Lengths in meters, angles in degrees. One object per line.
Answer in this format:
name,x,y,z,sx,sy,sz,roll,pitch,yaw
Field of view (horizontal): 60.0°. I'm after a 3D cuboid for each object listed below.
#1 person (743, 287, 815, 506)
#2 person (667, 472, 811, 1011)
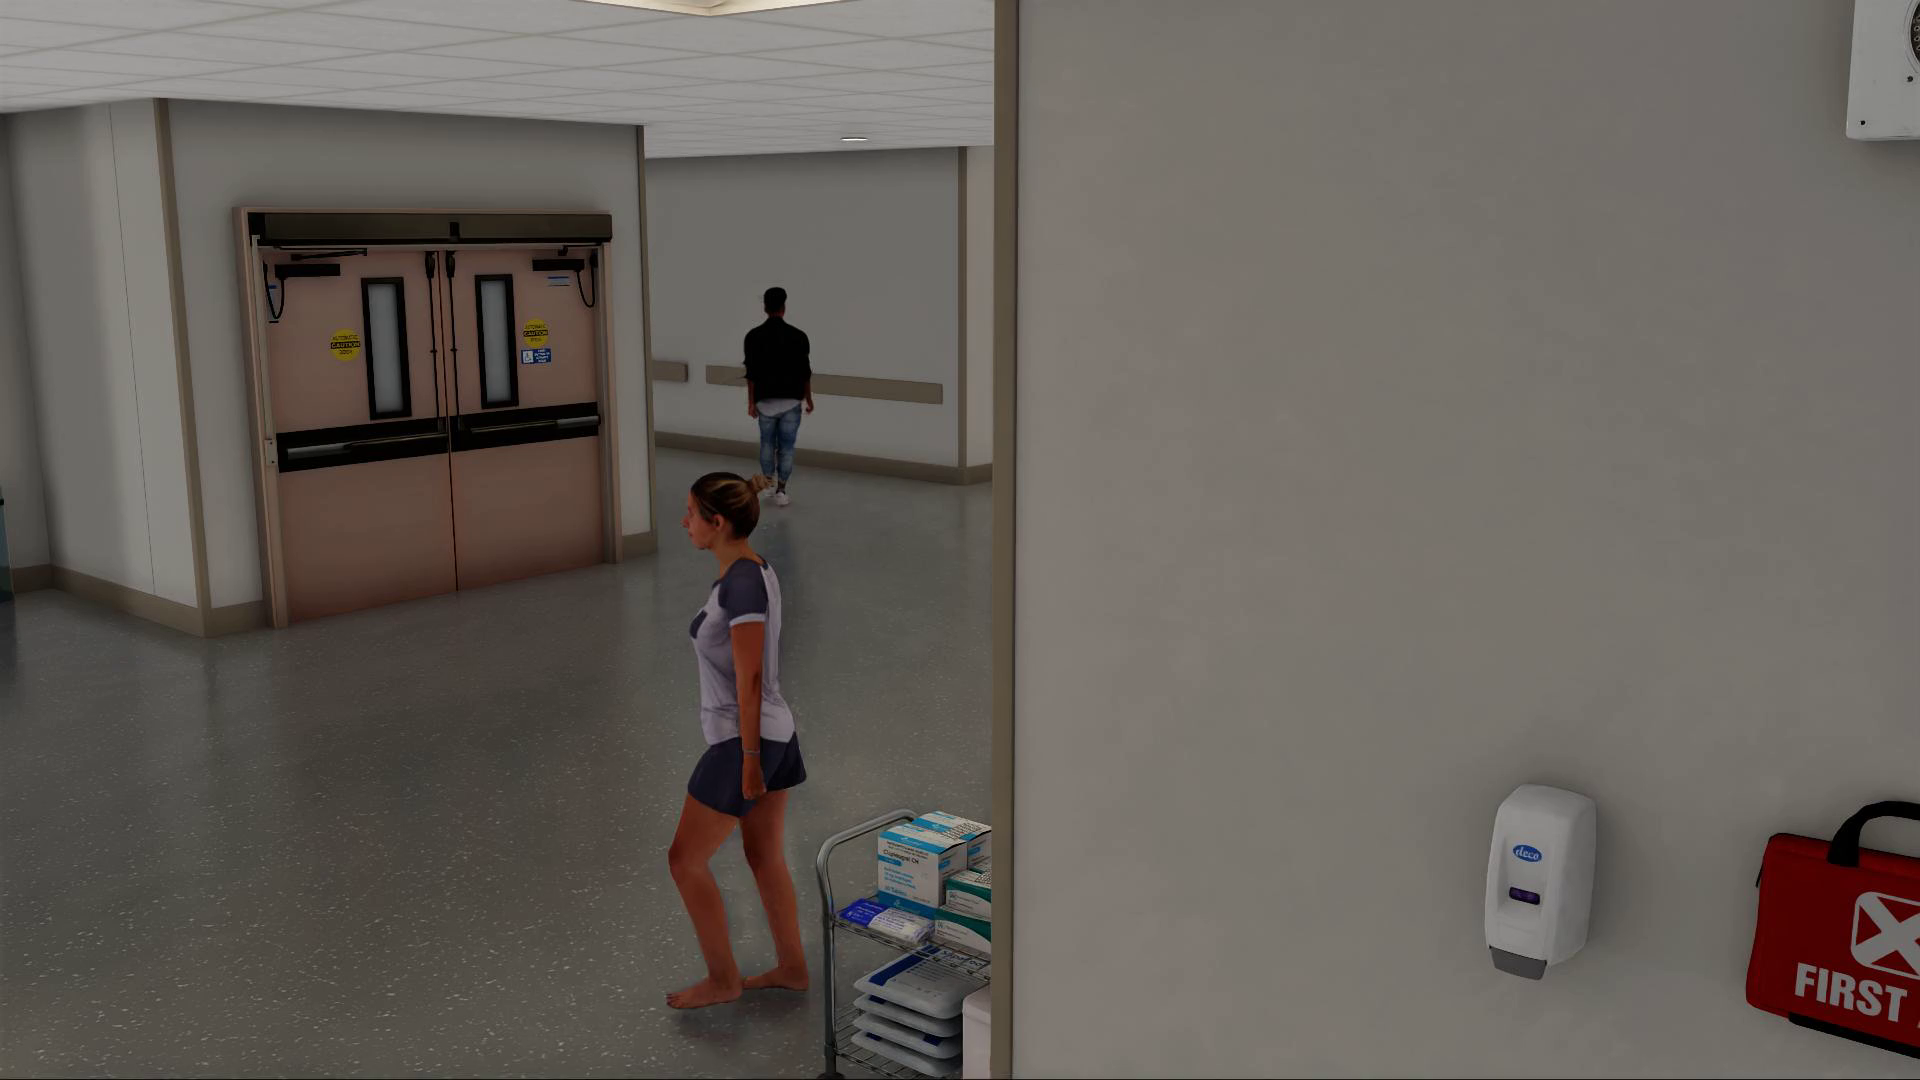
person,-1.511,-1.171,13.771,0.848,1.795,0.891,1,11,5
person,-0.558,0.609,4.900,0.783,1.604,0.718,1,11,4
